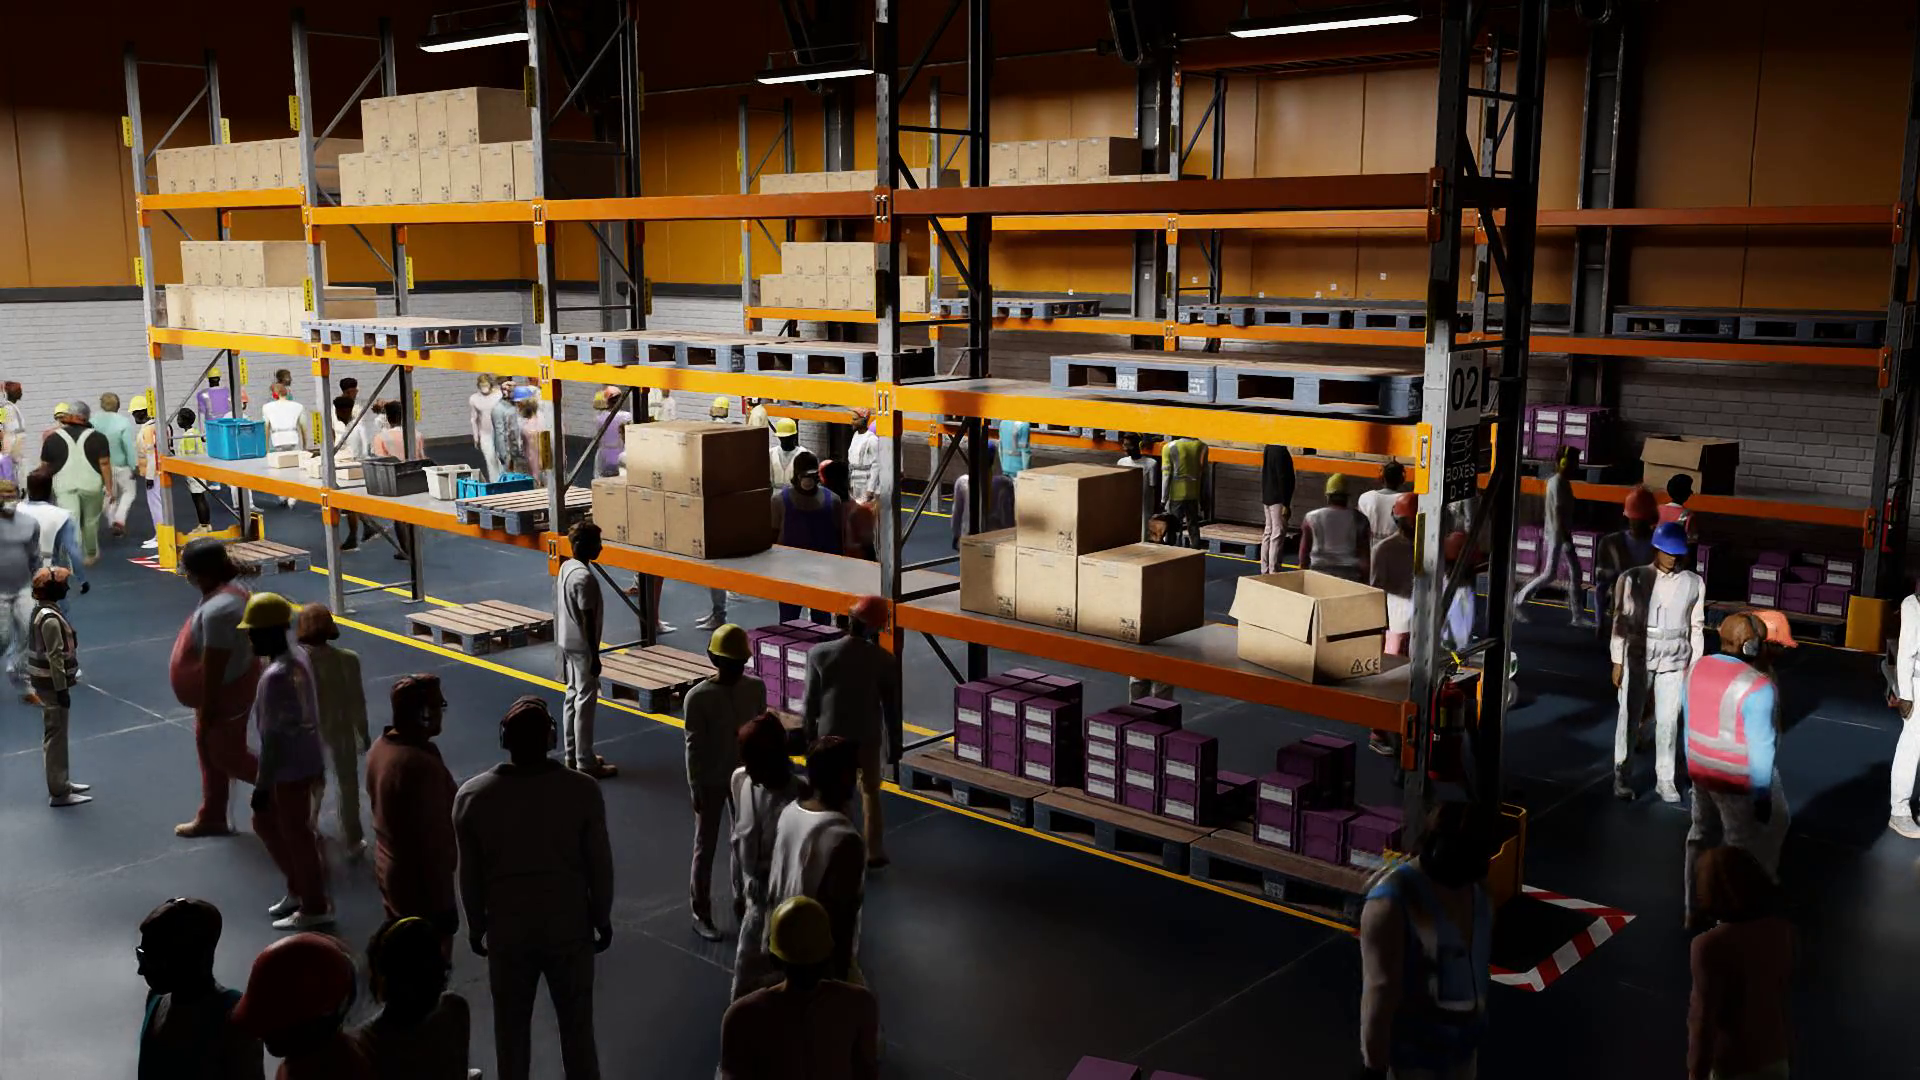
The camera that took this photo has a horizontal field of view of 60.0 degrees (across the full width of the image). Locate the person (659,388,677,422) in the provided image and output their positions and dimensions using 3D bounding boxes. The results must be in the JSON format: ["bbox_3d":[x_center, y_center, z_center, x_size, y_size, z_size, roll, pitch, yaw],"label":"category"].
[{"bbox_3d":[-4.759,-1.767,26.887,0.520,1.626,0.349,6,12,31],"label":"person"}]

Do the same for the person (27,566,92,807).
[{"bbox_3d":[-6.133,0.986,11.278,0.313,1.634,0.514,-6,12,-32],"label":"person"}]

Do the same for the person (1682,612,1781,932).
[{"bbox_3d":[4.150,1.297,8.977,0.429,1.836,0.658,-2,10,-10],"label":"person"}]

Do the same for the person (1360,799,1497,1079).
[{"bbox_3d":[1.644,1.808,6.104,0.646,1.821,0.647,-7,12,-33],"label":"person"}]

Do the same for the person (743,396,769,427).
[{"bbox_3d":[-2.974,-1.374,24.317,0.355,1.739,0.575,0,10,2],"label":"person"}]

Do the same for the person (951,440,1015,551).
[{"bbox_3d":[0.227,-0.030,16.284,0.610,1.901,0.996,-1,10,-6],"label":"person"}]

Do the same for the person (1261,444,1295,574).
[{"bbox_3d":[3.507,-0.434,18.275,0.382,1.995,0.612,-1,10,-7],"label":"person"}]

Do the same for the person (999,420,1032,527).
[{"bbox_3d":[0.719,-0.844,20.466,0.393,2.040,0.611,-5,11,-28],"label":"person"}]

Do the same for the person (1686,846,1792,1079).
[{"bbox_3d":[2.870,1.916,6.152,0.517,1.582,0.851,-4,11,-20],"label":"person"}]

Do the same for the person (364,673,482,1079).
[{"bbox_3d":[-2.402,1.530,7.464,0.401,1.899,0.636,-7,12,-35],"label":"person"}]

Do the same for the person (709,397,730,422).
[{"bbox_3d":[-3.253,-1.083,22.677,0.305,1.738,0.484,-8,13,-37],"label":"person"}]

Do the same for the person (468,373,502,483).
[{"bbox_3d":[-6.963,-1.555,24.865,0.678,1.904,0.630,0,10,1],"label":"person"}]

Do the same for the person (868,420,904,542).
[{"bbox_3d":[-0.910,-0.917,21.219,0.392,1.925,0.548,9,13,40],"label":"person"}]

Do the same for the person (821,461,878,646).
[{"bbox_3d":[-0.960,0.235,14.844,1.030,1.922,0.620,-9,13,-41],"label":"person"}]

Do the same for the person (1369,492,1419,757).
[{"bbox_3d":[3.300,0.619,12.357,0.616,1.986,0.407,-6,12,-31],"label":"person"}]

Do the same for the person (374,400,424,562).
[{"bbox_3d":[-6.721,-0.697,19.908,0.440,1.949,0.607,8,13,37],"label":"person"}]

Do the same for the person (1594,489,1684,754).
[{"bbox_3d":[5.128,0.582,12.585,0.640,1.973,1.109,5,11,26],"label":"person"}]

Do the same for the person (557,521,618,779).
[{"bbox_3d":[-2.681,0.779,11.852,0.327,1.840,0.517,-6,12,-30],"label":"person"}]

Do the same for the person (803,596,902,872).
[{"bbox_3d":[-0.643,1.181,9.987,0.599,1.707,0.324,-1,10,-8],"label":"person"}]

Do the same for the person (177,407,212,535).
[{"bbox_3d":[-10.004,-0.887,21.706,0.323,1.688,0.536,-3,10,-15],"label":"person"}]

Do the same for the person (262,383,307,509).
[{"bbox_3d":[-9.760,-1.368,24.061,0.583,1.807,0.722,-5,11,-26],"label":"person"}]

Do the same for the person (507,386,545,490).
[{"bbox_3d":[-5.739,-1.076,22.070,0.612,1.939,0.419,3,11,19],"label":"person"}]

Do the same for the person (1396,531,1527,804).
[{"bbox_3d":[3.351,0.873,11.193,0.542,1.876,1.017,-6,12,-33],"label":"person"}]

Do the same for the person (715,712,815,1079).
[{"bbox_3d":[-0.795,1.602,7.282,0.651,1.817,1.033,7,12,35],"label":"person"}]

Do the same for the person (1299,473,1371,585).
[{"bbox_3d":[3.311,0.300,14.730,0.594,1.788,0.926,1,10,5],"label":"person"}]

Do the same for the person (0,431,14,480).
[{"bbox_3d":[-11.420,-0.498,19.674,0.525,1.631,0.320,2,10,9],"label":"person"}]

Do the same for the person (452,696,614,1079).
[{"bbox_3d":[-1.786,1.594,7.058,0.643,1.909,0.410,-1,10,-8],"label":"person"}]

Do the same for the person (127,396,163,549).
[{"bbox_3d":[-10.183,-0.854,20.890,0.394,1.913,0.591,-5,11,-26],"label":"person"}]

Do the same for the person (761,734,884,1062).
[{"bbox_3d":[-0.558,1.694,6.742,0.480,1.808,0.588,-8,13,-39],"label":"person"}]

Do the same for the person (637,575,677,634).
[{"bbox_3d":[-3.011,-0.025,16.218,0.401,1.909,0.599,-6,12,-30],"label":"person"}]

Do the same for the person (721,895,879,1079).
[{"bbox_3d":[-0.497,1.975,5.305,0.525,1.769,0.309,-4,11,-21],"label":"person"}]

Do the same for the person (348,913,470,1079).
[{"bbox_3d":[-1.610,1.991,4.944,0.322,1.863,0.529,6,12,30],"label":"person"}]

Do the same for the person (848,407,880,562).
[{"bbox_3d":[-1.155,-0.650,19.811,0.353,1.883,0.573,-6,11,-29],"label":"person"}]
